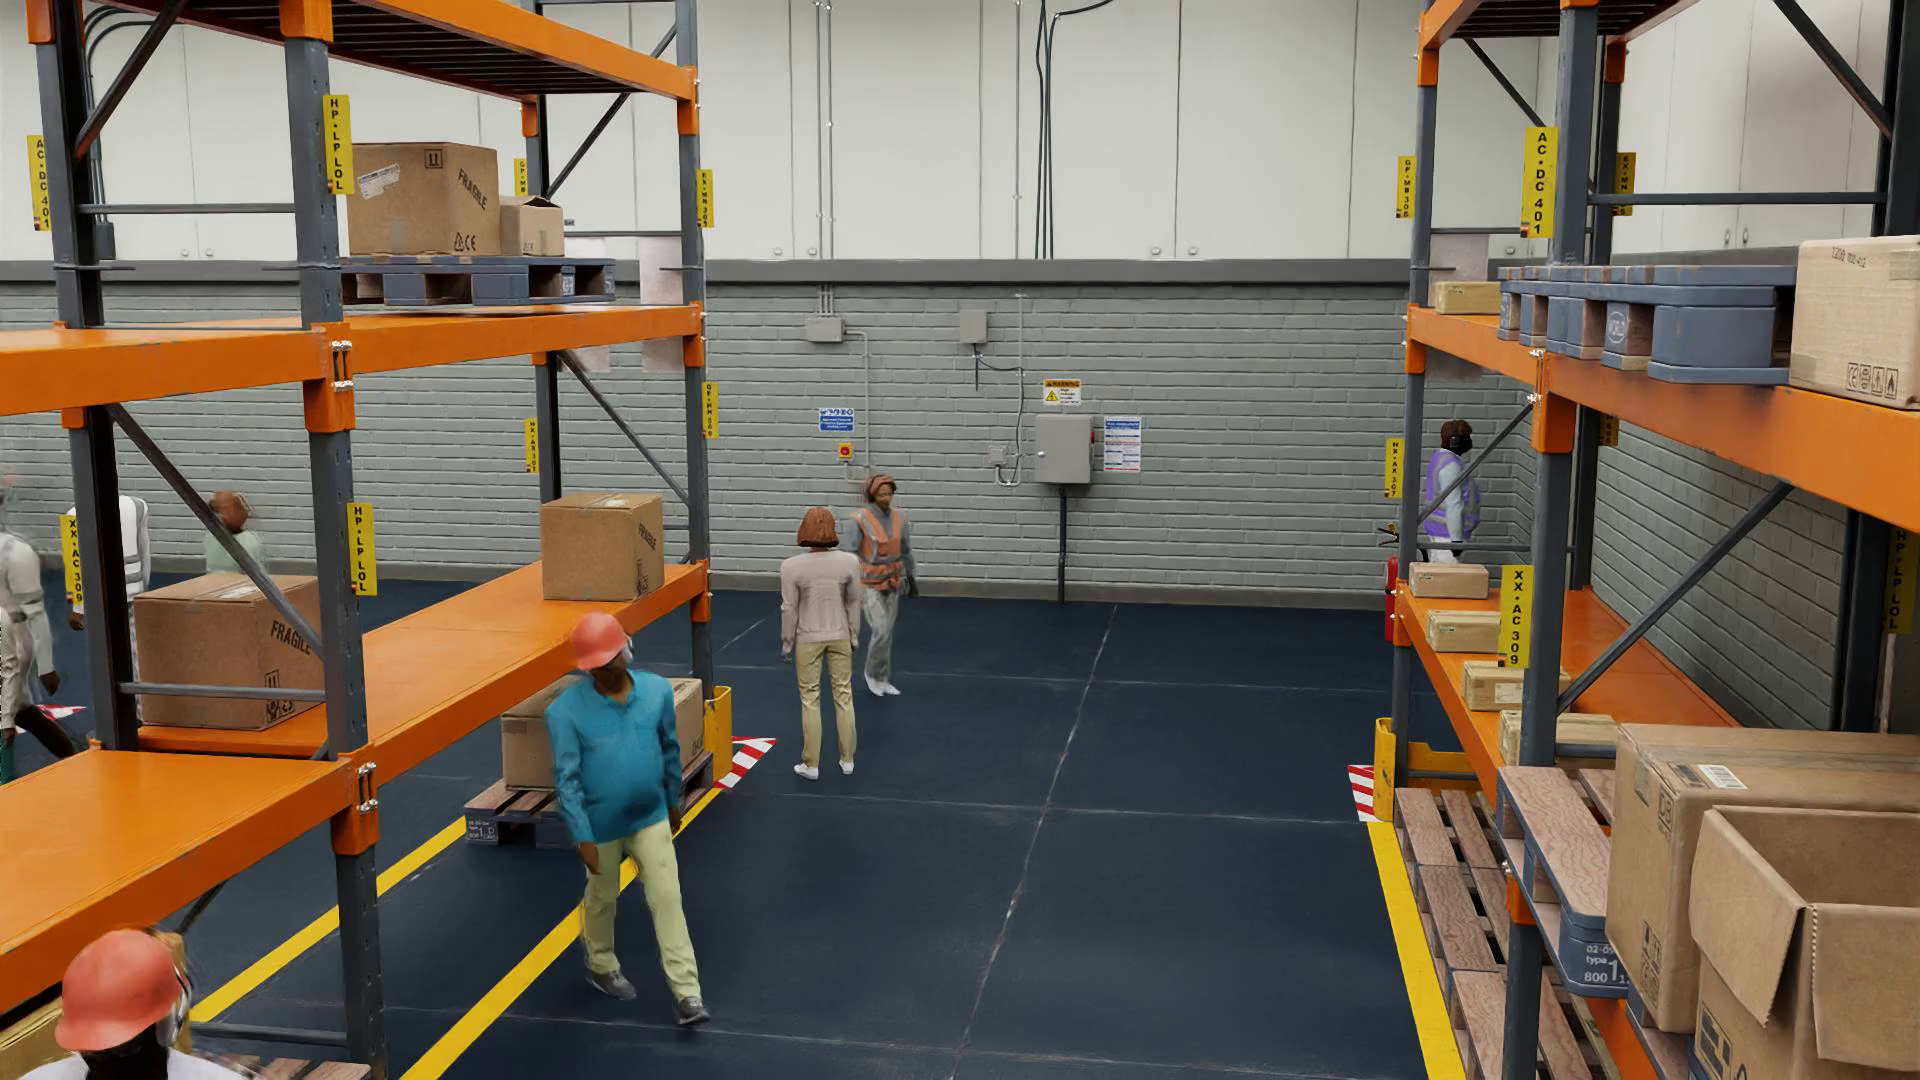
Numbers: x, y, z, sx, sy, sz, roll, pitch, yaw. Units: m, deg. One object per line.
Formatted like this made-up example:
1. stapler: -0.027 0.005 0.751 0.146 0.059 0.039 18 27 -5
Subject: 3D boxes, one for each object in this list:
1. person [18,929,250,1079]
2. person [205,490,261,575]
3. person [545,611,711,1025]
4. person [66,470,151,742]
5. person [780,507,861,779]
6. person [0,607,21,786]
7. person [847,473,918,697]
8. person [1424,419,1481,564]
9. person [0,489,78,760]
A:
1. person: -1.687 1.608 3.517 0.568 1.732 0.678 0 9 2
2. person: -4.715 0.486 10.760 0.524 1.619 0.338 5 10 28
3. person: -1.328 1.115 6.663 0.582 1.695 0.867 -6 11 -33
4. person: -5.451 0.372 10.684 0.357 1.885 0.573 4 10 24
5. person: -0.833 0.615 9.953 0.501 1.633 0.282 -4 10 -22
6. person: -4.796 0.856 8.061 0.526 1.768 0.331 2 10 15
7. person: -0.552 0.327 11.740 0.406 1.619 0.616 9 13 44
8. person: 3.970 -0.054 13.439 0.429 1.845 0.621 1 9 5
9. person: -5.147 0.597 8.979 0.614 1.994 1.067 5 11 30
